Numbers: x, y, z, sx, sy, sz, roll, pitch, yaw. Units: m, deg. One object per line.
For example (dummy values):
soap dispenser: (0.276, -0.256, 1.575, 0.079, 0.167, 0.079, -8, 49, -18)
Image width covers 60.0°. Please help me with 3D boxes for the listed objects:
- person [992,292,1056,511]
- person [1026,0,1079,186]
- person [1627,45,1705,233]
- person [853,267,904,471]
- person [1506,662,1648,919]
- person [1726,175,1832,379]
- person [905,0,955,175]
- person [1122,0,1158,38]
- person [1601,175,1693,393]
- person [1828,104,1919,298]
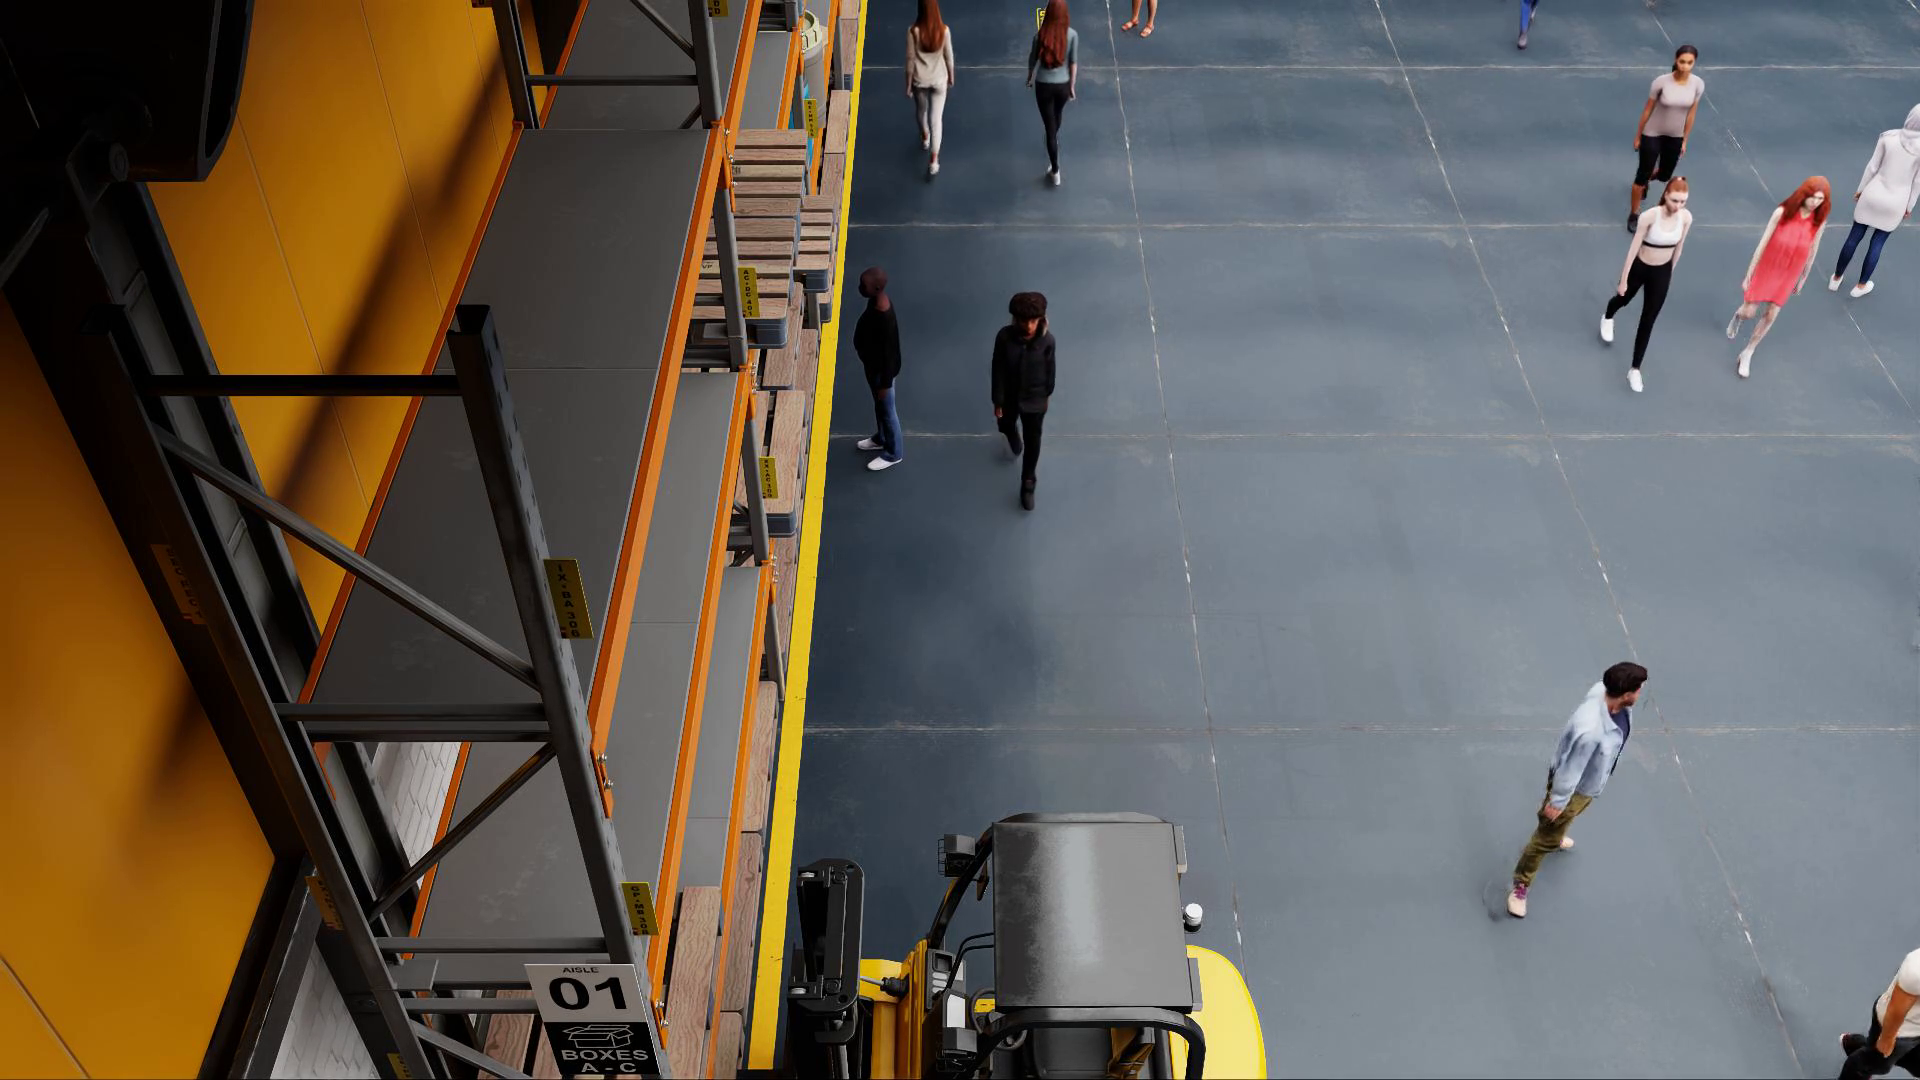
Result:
person: (0.438, -1.115, 12.139, 0.611, 1.755, 1.062, 0, 44, 0)
person: (0.861, -4.091, 15.307, 0.666, 1.695, 1.128, -4, 44, -5)
person: (6.224, -3.610, 14.773, 0.664, 1.735, 0.866, 6, 44, 6)
person: (-0.584, -1.289, 12.326, 0.716, 1.750, 0.576, -13, 45, -13)
person: (3.484, 1.373, 9.500, 0.870, 1.795, 1.009, -32, 52, -29)
person: (6.432, -2.132, 13.166, 0.692, 1.813, 0.823, 8, 44, 9)
person: (-0.277, -4.209, 15.440, 0.611, 1.682, 1.070, -1, 44, -1)
person: (1.959, -6.095, 17.485, 0.663, 1.592, 0.713, 31, 52, 28)
person: (5.440, -2.156, 13.280, 0.631, 1.689, 1.201, 2, 44, 2)
person: (7.749, -2.854, 13.950, 0.701, 1.775, 0.741, 30, 51, 27)
